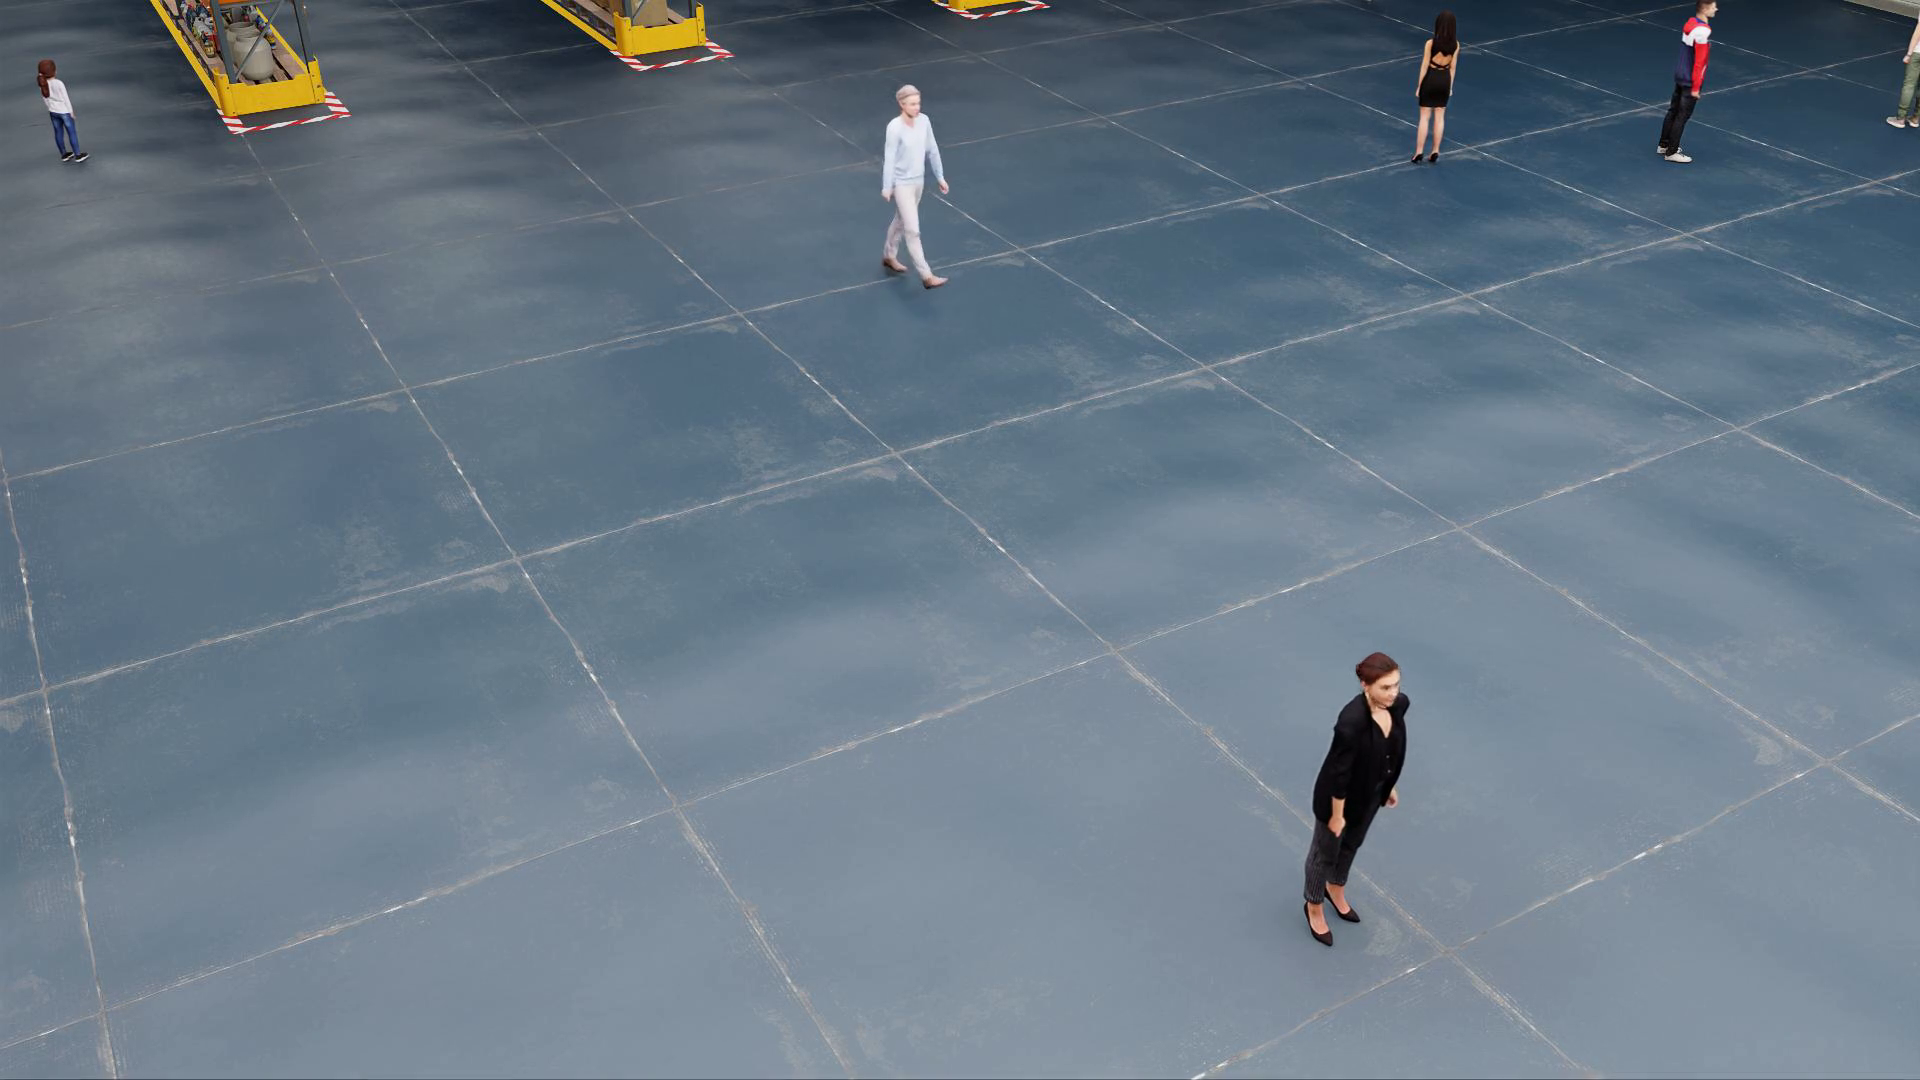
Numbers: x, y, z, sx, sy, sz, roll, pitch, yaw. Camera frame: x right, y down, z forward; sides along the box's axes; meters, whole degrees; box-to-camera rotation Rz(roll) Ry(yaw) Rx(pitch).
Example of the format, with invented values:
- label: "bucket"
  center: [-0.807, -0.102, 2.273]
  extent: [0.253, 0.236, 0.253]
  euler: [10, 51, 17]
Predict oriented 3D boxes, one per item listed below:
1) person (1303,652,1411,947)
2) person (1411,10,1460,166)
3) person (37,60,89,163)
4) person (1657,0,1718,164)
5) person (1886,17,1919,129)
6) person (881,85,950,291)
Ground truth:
- label: "person"
  center: [1.938, 1.253, 8.220]
  extent: [0.671, 1.718, 0.618]
  euler: [-23, 39, -32]
- label: "person"
  center: [5.155, -4.890, 18.023]
  extent: [0.607, 1.647, 0.604]
  euler: [-4, 32, -6]
- label: "person"
  center: [-9.898, -4.726, 18.267]
  extent: [0.528, 1.109, 0.581]
  euler: [4, 32, 6]
- label: "person"
  center: [7.960, -5.052, 18.177]
  extent: [0.780, 1.756, 0.682]
  euler: [3, 32, 4]
- label: "person"
  center: [11.100, -5.586, 19.120]
  extent: [0.649, 1.655, 0.668]
  euler: [-1, 32, -1]
- label: "person"
  center: [-0.547, -3.259, 15.260]
  extent: [1.284, 1.837, 0.933]
  euler: [24, 40, 33]
